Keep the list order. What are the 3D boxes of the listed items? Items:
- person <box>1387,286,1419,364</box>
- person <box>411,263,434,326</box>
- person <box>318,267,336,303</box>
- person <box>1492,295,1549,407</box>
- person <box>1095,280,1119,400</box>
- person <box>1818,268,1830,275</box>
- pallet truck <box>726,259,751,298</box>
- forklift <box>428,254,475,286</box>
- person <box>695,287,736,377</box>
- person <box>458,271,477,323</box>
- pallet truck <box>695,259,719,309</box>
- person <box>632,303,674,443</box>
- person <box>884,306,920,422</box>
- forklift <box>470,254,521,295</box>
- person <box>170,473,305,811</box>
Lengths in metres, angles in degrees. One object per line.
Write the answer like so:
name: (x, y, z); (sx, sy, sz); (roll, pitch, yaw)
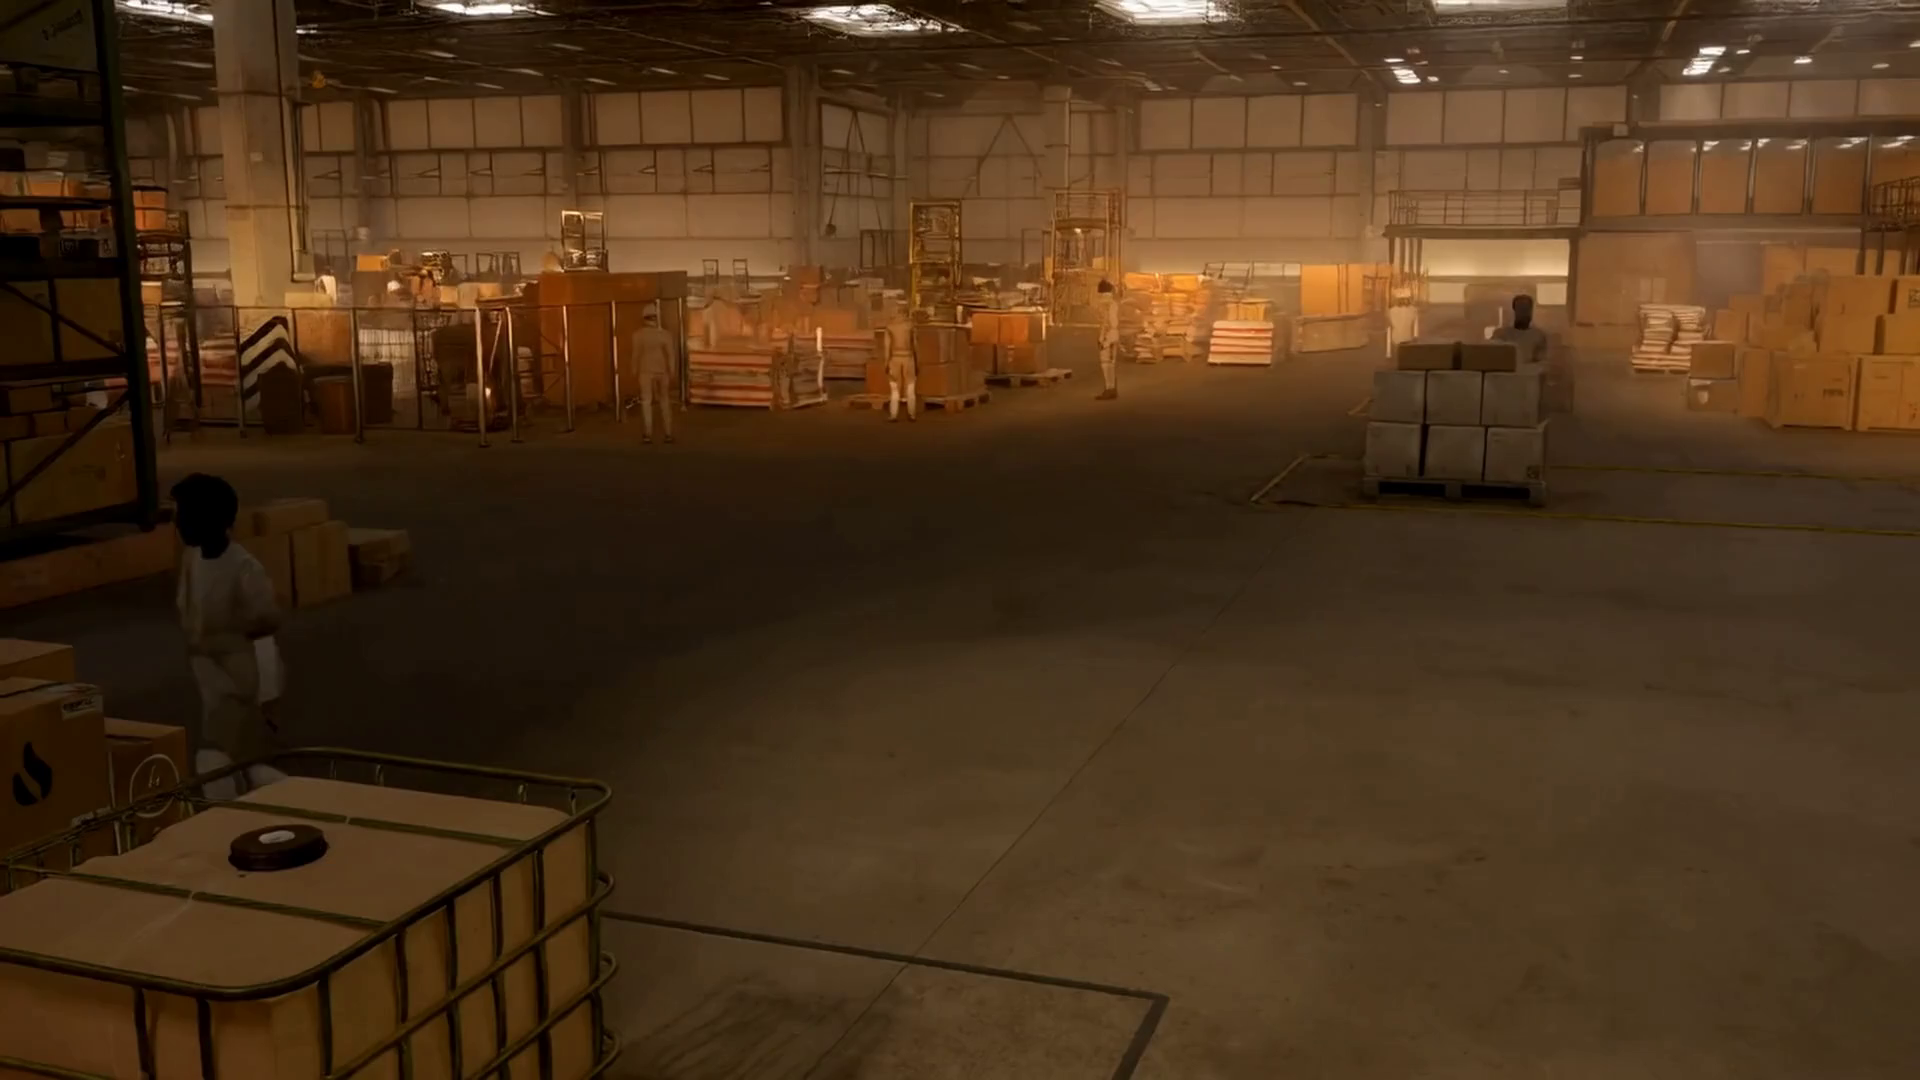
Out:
person: (7.174, -3.193, 26.958); (0.494, 1.852, 0.452); (4, 11, 22)
person: (-13.827, -6.088, 42.720); (0.615, 2.039, 0.391); (2, 10, 11)
person: (-17.673, -6.662, 46.381); (0.396, 1.899, 0.644); (4, 11, 19)
person: (6.089, -1.675, 18.113); (0.658, 1.957, 0.409); (1, 10, 5)
person: (2.362, -3.239, 26.975); (0.377, 1.932, 0.552); (5, 11, 27)
person: (18.792, -4.927, 36.309); (0.391, 1.995, 0.613); (-9, 13, -40)
pallet truck: (-7.986, -9.493, 62.019); (0.823, 1.965, 1.885); (3, 11, 17)
forklift: (-20.133, -10.254, 65.465); (1.157, 1.987, 2.680); (3, 11, 19)
person: (-4.285, -3.480, 28.788); (0.971, 1.780, 0.601); (3, 11, 17)
person: (-11.810, -5.508, 39.912); (1.013, 1.883, 0.568); (7, 12, 34)
pallet truck: (-9.165, -9.627, 62.776); (0.823, 1.965, 1.885); (4, 11, 23)
person: (-3.895, -2.115, 21.117); (0.523, 1.770, 0.315); (-4, 11, -20)
person: (-0.827, -2.496, 23.624); (0.514, 1.640, 0.310); (-1, 10, -4)
forklift: (-17.990, -10.121, 64.684); (1.157, 1.987, 2.680); (3, 11, 17)
person: (-2.704, 0.545, 6.396); (0.542, 1.670, 0.638); (8, 13, 38)
